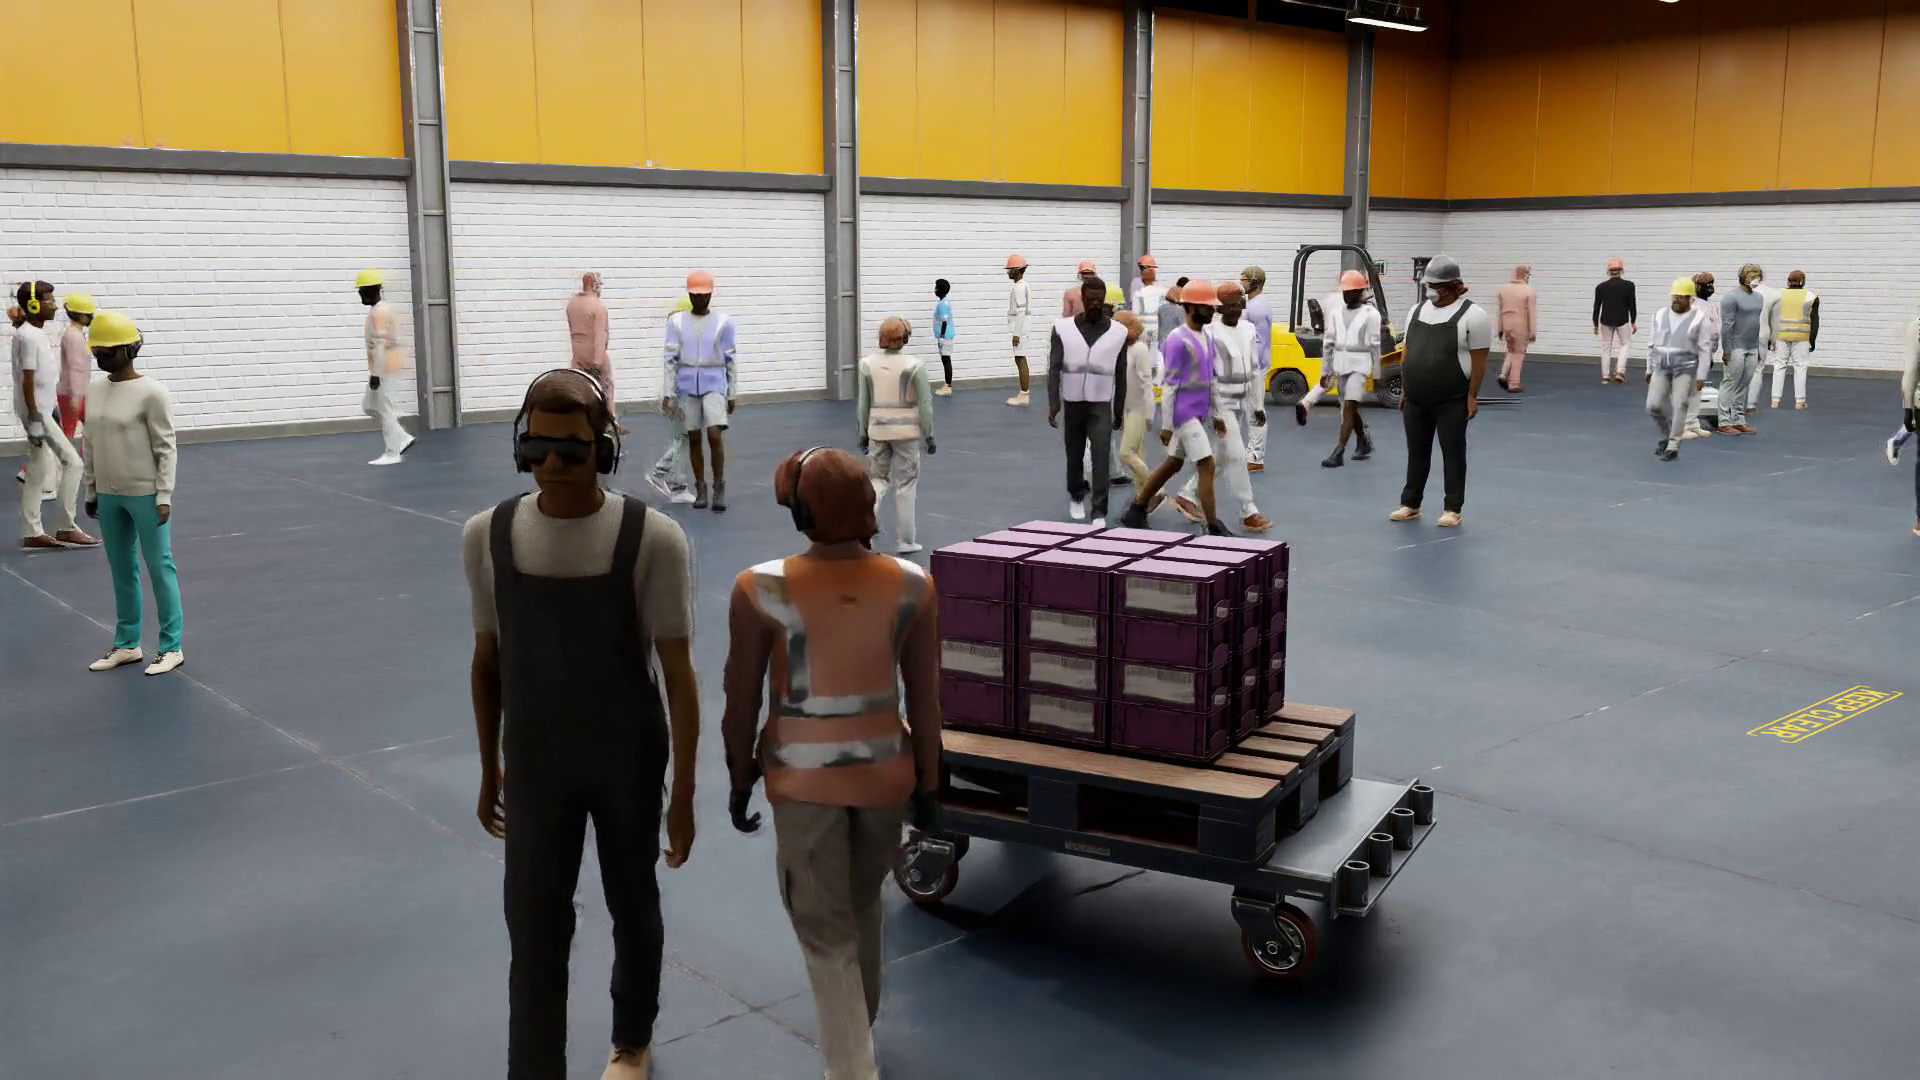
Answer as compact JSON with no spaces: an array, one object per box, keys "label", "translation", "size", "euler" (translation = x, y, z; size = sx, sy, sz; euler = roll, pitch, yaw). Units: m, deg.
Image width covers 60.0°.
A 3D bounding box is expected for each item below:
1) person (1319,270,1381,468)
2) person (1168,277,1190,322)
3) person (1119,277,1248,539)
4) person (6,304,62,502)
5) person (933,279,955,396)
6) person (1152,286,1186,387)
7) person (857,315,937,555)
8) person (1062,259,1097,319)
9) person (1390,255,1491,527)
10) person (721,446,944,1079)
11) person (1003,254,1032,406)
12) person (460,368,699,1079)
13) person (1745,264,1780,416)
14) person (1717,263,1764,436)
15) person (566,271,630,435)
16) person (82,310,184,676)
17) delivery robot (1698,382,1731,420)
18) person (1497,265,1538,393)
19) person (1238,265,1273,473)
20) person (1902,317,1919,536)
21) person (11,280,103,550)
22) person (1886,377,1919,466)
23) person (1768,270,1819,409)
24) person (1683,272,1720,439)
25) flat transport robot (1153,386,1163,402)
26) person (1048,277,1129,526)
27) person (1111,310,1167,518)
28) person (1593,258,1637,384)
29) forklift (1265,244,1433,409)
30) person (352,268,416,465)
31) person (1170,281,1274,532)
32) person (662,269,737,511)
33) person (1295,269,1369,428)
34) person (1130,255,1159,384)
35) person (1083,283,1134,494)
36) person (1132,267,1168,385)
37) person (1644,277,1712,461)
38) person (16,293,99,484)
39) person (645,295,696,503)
[{"label":"person","translation":[3.832,-1.674,16.205],"size":[0.571,1.891,0.996],"euler":[9,13,43]},{"label":"person","translation":[3.586,-3.399,26.877],"size":[0.532,1.690,0.321],"euler":[4,10,21]},{"label":"person","translation":[1.560,-0.903,11.722],"size":[1.005,1.896,0.545],"euler":[5,11,29]},{"label":"person","translation":[-7.633,-1.132,13.740],"size":[0.310,1.640,0.514],"euler":[-2,10,-14]},{"label":"person","translation":[-0.236,-2.944,24.178],"size":[0.322,1.697,0.536],"euler":[1,10,4]},{"label":"person","translation":[2.895,-2.703,22.997],"size":[0.415,1.613,0.518],"euler":[-8,13,-41]},{"label":"person","translation":[-0.444,-0.688,11.173],"size":[0.536,1.627,0.501],"euler":[5,11,26]},{"label":"person","translation":[1.590,-2.526,20.894],"size":[0.620,1.987,0.414],"euler":[0,10,-1]},{"label":"person","translation":[3.578,-1.122,12.507],"size":[0.536,2.000,0.673],"euler":[-10,14,-44]},{"label":"person","translation":[-0.267,0.583,3.845],"size":[0.507,1.595,0.829],"euler":[-4,11,-23]},{"label":"person","translation":[0.769,-2.834,22.524],"size":[0.393,2.041,0.614],"euler":[1,10,7]},{"label":"person","translation":[-0.831,0.520,3.646],"size":[0.526,1.784,0.985],"euler":[0,10,-1]},{"label":"person","translation":[10.138,-2.565,21.339],"size":[0.647,1.901,0.883],"euler":[3,10,18]},{"label":"person","translation":[8.845,-2.150,18.822],"size":[0.635,1.938,0.361],"euler":[-6,11,-30]},{"label":"person","translation":[-4.179,-2.063,18.564],"size":[0.648,1.865,0.994],"euler":[7,12,36]},{"label":"person","translation":[-4.025,-0.221,8.045],"size":[0.524,1.767,0.322],"euler":[3,10,19]},{"label":"delivery robot","translation":[8.716,-1.606,19.410],"size":[0.707,0.478,0.477],"euler":[1,10,4]},{"label":"person","translation":[8.289,-3.124,24.660],"size":[0.442,1.890,0.667],"euler":[-6,11,-32]},{"label":"person","translation":[2.730,-1.592,15.560],"size":[0.372,1.940,0.631],"euler":[1,10,7]},{"label":"person","translation":[7.033,-0.973,11.823],"size":[0.627,1.972,0.602],"euler":[5,11,25]},{"label":"person","translation":[-6.216,-0.851,11.459],"size":[0.642,1.852,0.555],"euler":[-6,11,-30]},{"label":"person","translation":[8.932,-1.454,15.322],"size":[0.528,1.751,0.603],"euler":[-2,10,-12]},{"label":"person","translation":[11.073,-2.664,22.142],"size":[0.624,1.836,0.430],"euler":[6,12,33]},{"label":"person","translation":[8.229,-2.057,18.562],"size":[0.619,1.845,0.430],"euler":[-8,12,-39]},{"label":"flat transport robot","translation":[2.452,-2.068,23.224],"size":[0.652,0.197,1.431],"euler":[-3,10,-19]},{"label":"person","translation":[0.959,-1.033,12.494],"size":[0.596,1.878,0.976],"euler":[1,10,4]},{"label":"person","translation":[1.324,-0.958,12.782],"size":[0.359,1.607,0.536],"euler":[-2,10,-13]},{"label":"person","translation":[10.339,-3.446,26.264],"size":[0.662,1.985,0.431],"euler":[6,12,33]},{"label":"forklift","translation":[5.256,-2.933,22.661],"size":[2.313,2.155,1.214],"euler":[3,10,16]},{"label":"person","translation":[-5.623,-1.670,16.125],"size":[0.428,1.910,0.589],"euler":[-4,11,-24]},{"label":"person","translation":[1.935,-0.993,12.333],"size":[0.833,1.857,0.576],"euler":[8,13,40]},{"label":"person","translation":[-2.069,-1.174,13.168],"size":[0.563,1.912,0.717],"euler":[0,10,0]},{"label":"person","translation":[4.375,-2.220,19.440],"size":[0.803,1.877,0.661],"euler":[-3,10,-19]},{"label":"person","translation":[2.939,-3.483,26.329],"size":[0.392,2.039,0.615],"euler":[-4,11,-23]},{"label":"person","translation":[1.221,-1.293,14.250],"size":[0.903,1.794,0.607],"euler":[-9,13,-42]},{"label":"person","translation":[2.923,-3.250,25.519],"size":[0.588,1.856,0.892],"euler":[-1,10,-3]},{"label":"person","translation":[7.082,-1.688,16.460],"size":[0.625,1.818,0.416],"euler":[9,13,43]},{"label":"person","translation":[-7.685,-1.265,14.285],"size":[0.829,1.720,0.570],"euler":[-4,10,-22]},{"label":"person","translation":[-2.274,-1.146,13.615],"size":[0.481,1.718,0.490],"euler":[-1,10,-6]}]
